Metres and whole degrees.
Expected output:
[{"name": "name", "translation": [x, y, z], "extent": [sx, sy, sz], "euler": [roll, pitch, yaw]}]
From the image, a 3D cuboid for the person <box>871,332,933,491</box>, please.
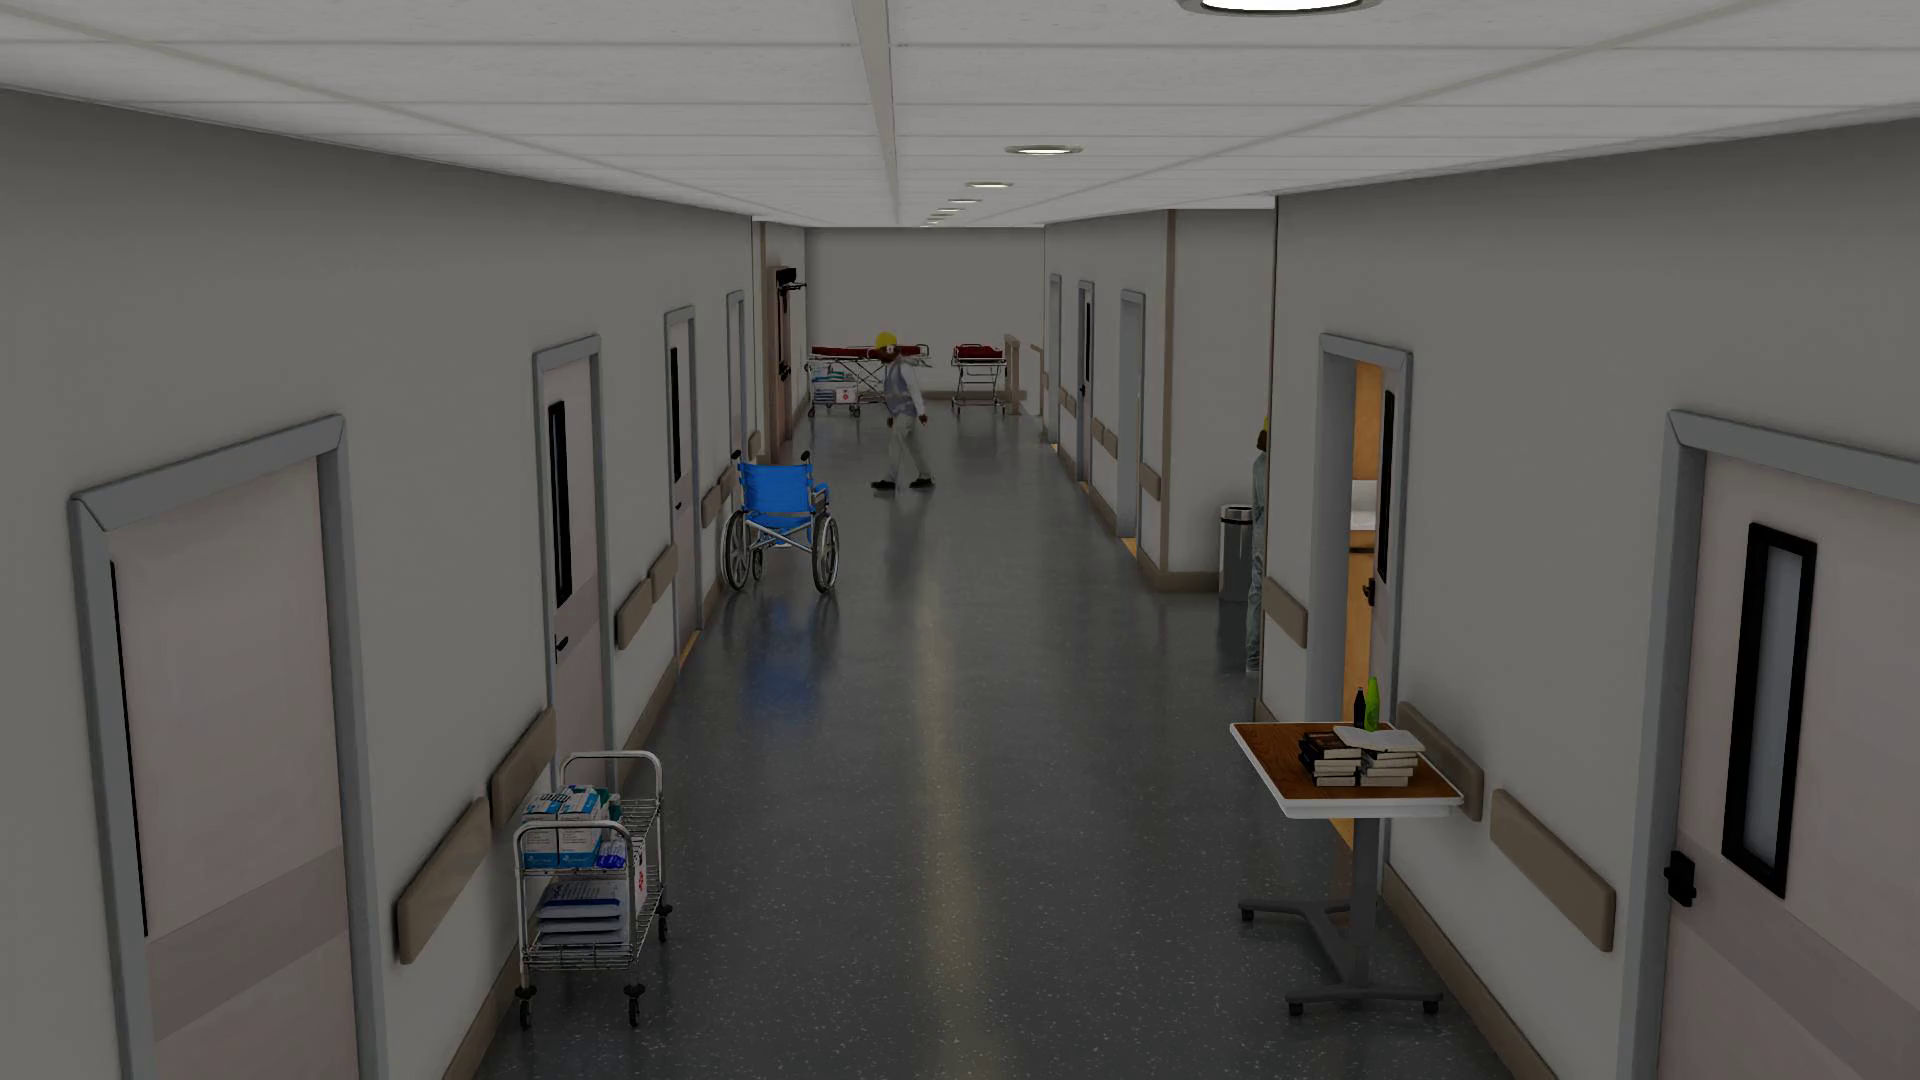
[{"name": "person", "translation": [-0.681, -1.433, 18.622], "extent": [0.858, 1.763, 0.616], "euler": [-3, 11, -16]}]
